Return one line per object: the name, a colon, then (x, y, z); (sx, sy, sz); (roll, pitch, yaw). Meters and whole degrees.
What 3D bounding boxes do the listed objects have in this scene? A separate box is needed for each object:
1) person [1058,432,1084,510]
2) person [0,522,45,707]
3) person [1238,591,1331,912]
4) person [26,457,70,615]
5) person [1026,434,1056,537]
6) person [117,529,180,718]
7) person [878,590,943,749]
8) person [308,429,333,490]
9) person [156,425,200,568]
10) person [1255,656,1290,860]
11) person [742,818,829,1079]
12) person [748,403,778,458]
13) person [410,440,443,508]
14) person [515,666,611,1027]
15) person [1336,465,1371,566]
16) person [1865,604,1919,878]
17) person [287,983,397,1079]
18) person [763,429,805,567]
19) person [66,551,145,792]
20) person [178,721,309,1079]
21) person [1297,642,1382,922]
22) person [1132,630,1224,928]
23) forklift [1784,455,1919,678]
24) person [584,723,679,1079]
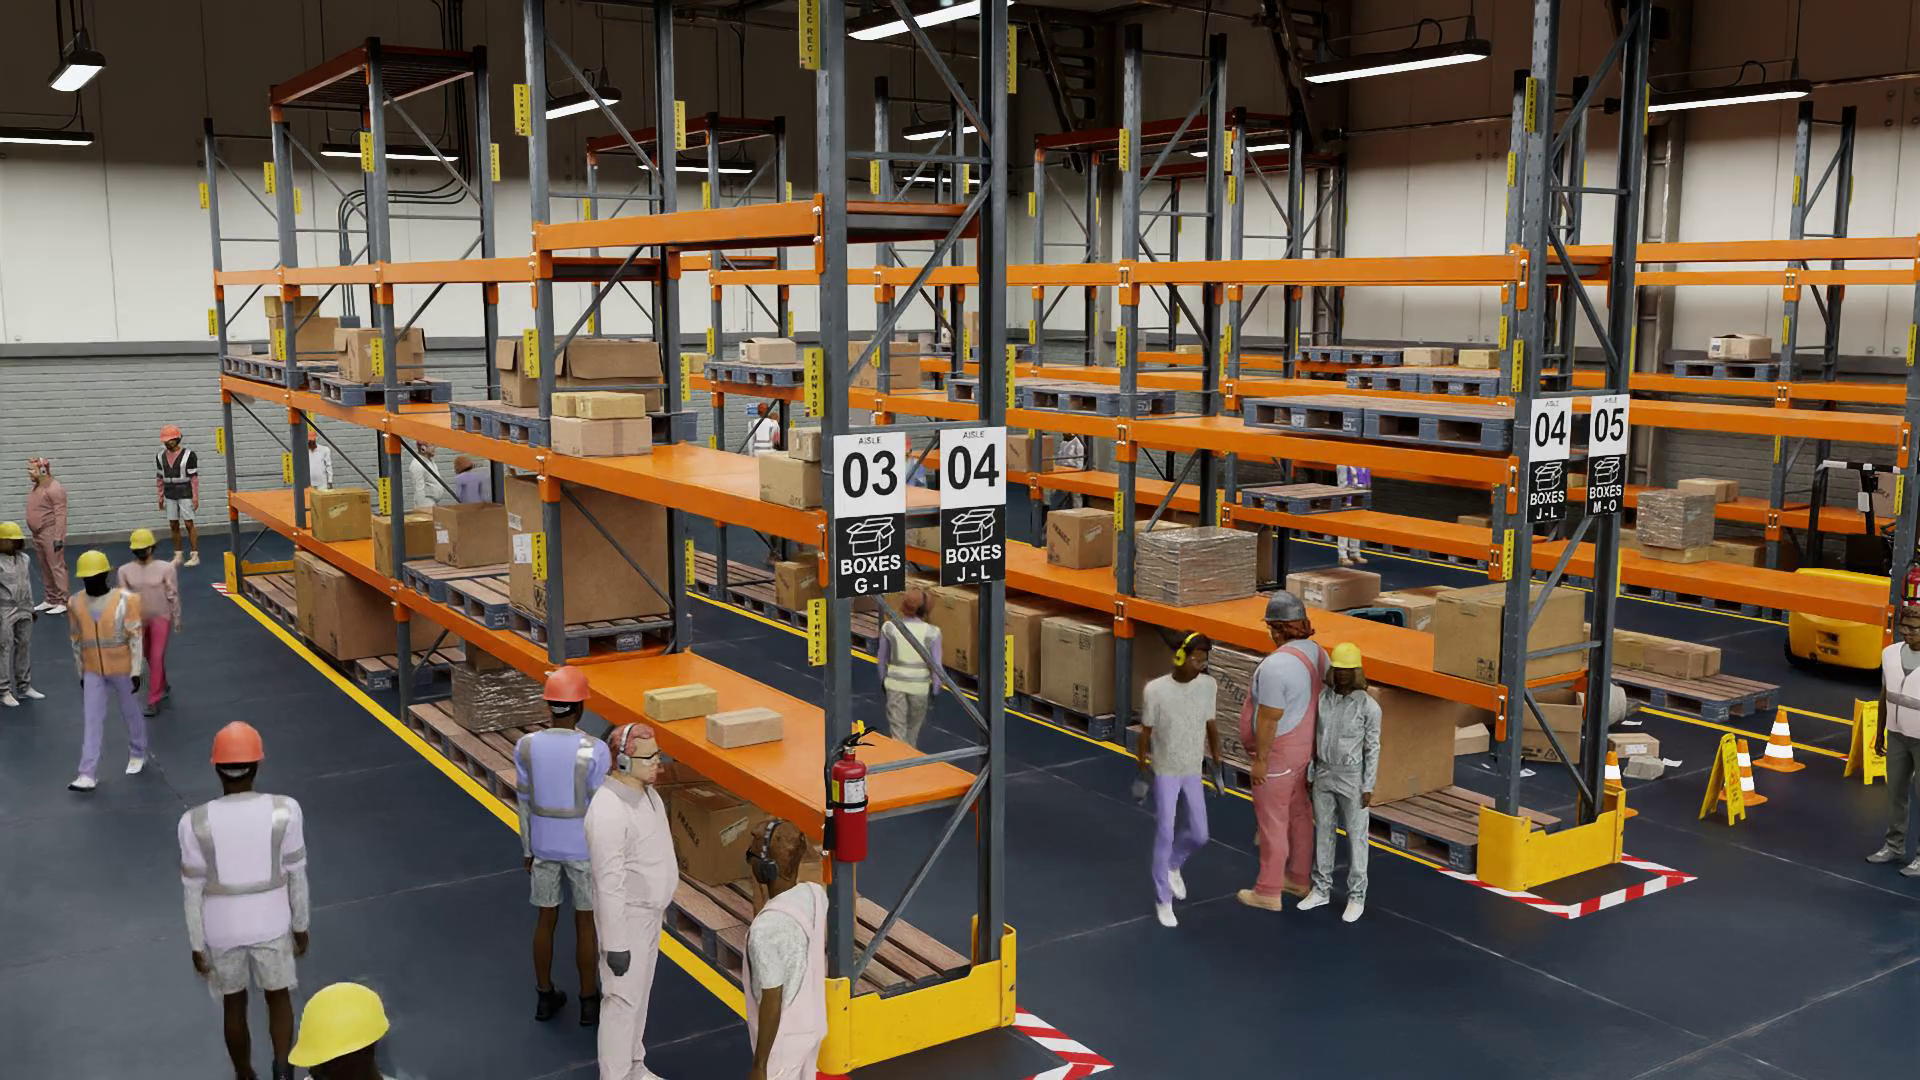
person: (1.795, -1.043, 27.048); (0.404, 1.824, 0.586); (-5, 10, -30)
person: (-8.949, 0.691, 15.753); (0.313, 1.741, 0.494); (2, 9, 15)
person: (2.053, 1.313, 10.619); (0.536, 2.000, 0.687); (8, 12, 42)
person: (-11.085, -0.053, 20.160); (0.652, 1.906, 0.403); (6, 11, 37)
person: (1.234, -0.826, 26.092); (0.501, 1.676, 0.573); (-8, 11, -41)
person: (-7.585, 0.732, 15.572); (0.532, 1.718, 0.943); (-2, 9, -10)
person: (-0.387, 1.172, 13.062); (0.500, 1.589, 0.756); (0, 9, -2)
person: (-10.333, -0.937, 26.603); (0.573, 1.739, 0.349); (-3, 9, -22)
person: (-11.072, -0.615, 23.513); (0.612, 2.030, 0.408); (1, 9, 7)
person: (2.220, 1.367, 11.442); (0.319, 1.686, 0.539); (-3, 9, -17)
person: (-0.707, 2.005, 6.655); (0.336, 1.845, 0.513); (3, 9, 20)
person: (-3.554, -1.555, 30.230); (0.572, 1.886, 0.354); (0, 9, 3)
person: (-7.344, -0.480, 22.989); (0.407, 1.913, 0.641); (-1, 9, -5)
person: (-2.086, 1.628, 8.904); (0.546, 1.928, 0.384); (2, 9, 13)
person: (5.641, -0.555, 23.746); (0.624, 1.835, 0.430); (-6, 11, -37)
person: (6.424, 1.334, 11.177); (0.390, 1.837, 0.560); (-4, 9, -22)
person: (-1.752, 2.218, 5.138); (0.583, 1.886, 0.960); (6, 10, 34)
person: (-2.438, -0.556, 23.237); (0.612, 1.998, 1.043); (-6, 10, -33)
person: (-6.754, 1.014, 13.157); (0.610, 1.874, 0.978); (-1, 9, -4)
person: (-3.319, 1.809, 7.756); (0.543, 1.918, 0.639); (-4, 9, -26)
person: (2.373, 1.496, 10.383); (0.486, 1.746, 0.290); (8, 11, 41)
person: (1.341, 1.450, 10.347); (0.624, 1.846, 0.466); (-3, 9, -18)
forklift: (9.643, 0.253, 17.172); (2.313, 2.155, 1.214); (-6, 10, -33)
person: (-1.527, 1.793, 7.867); (0.401, 1.907, 0.648); (1, 9, 4)
